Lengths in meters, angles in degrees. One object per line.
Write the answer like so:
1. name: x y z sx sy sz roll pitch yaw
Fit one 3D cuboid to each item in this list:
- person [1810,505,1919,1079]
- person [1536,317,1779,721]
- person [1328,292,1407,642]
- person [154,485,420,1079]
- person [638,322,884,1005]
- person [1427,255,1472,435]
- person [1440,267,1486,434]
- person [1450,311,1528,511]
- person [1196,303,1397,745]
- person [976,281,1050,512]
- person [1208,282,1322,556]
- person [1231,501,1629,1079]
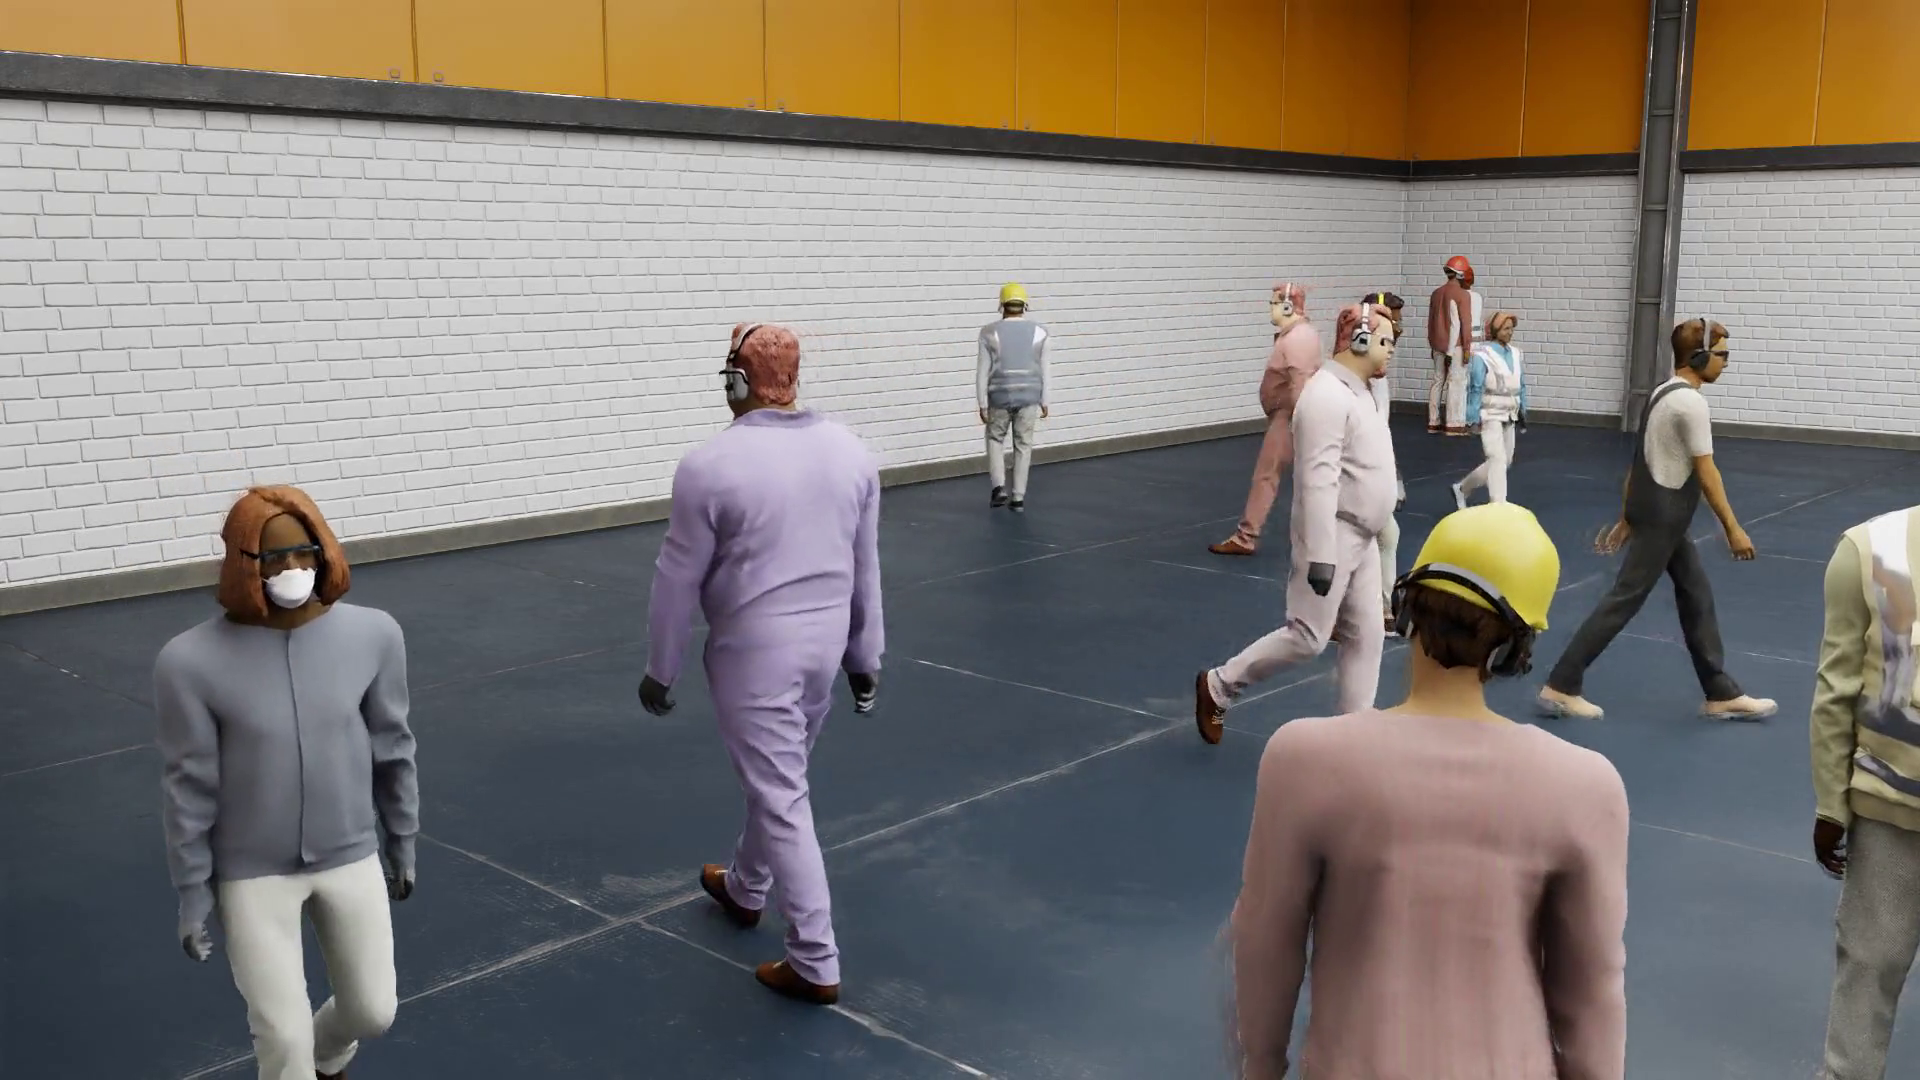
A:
1. person: 2.127 0.554 3.537 0.594 1.826 0.404 3 11 19
2. person: 3.048 -0.069 7.243 1.026 1.791 0.509 3 10 14
3. person: 2.228 -0.350 8.652 0.803 1.833 0.573 1 10 4
4. person: -1.397 0.671 3.483 0.504 1.615 0.564 -7 12 -35
5. person: -0.610 0.322 4.761 0.934 1.864 0.651 10 14 43
6. person: 5.480 -2.163 18.533 0.400 1.989 0.623 -5 11 -25
7. person: 5.605 -2.108 18.534 0.576 1.881 0.354 -8 13 -39
8. person: 3.982 -0.910 12.470 0.522 1.616 0.671 -7 12 -36
9. person: 1.408 -0.006 6.605 0.839 1.867 0.682 6 11 29
10. person: 0.420 -1.116 13.066 0.602 1.818 0.420 -1 10 -6
11. person: 2.238 -0.789 11.134 1.004 1.859 0.662 3 10 18
12. person: 0.646 0.821 2.323 0.569 1.722 0.757 0 10 3
